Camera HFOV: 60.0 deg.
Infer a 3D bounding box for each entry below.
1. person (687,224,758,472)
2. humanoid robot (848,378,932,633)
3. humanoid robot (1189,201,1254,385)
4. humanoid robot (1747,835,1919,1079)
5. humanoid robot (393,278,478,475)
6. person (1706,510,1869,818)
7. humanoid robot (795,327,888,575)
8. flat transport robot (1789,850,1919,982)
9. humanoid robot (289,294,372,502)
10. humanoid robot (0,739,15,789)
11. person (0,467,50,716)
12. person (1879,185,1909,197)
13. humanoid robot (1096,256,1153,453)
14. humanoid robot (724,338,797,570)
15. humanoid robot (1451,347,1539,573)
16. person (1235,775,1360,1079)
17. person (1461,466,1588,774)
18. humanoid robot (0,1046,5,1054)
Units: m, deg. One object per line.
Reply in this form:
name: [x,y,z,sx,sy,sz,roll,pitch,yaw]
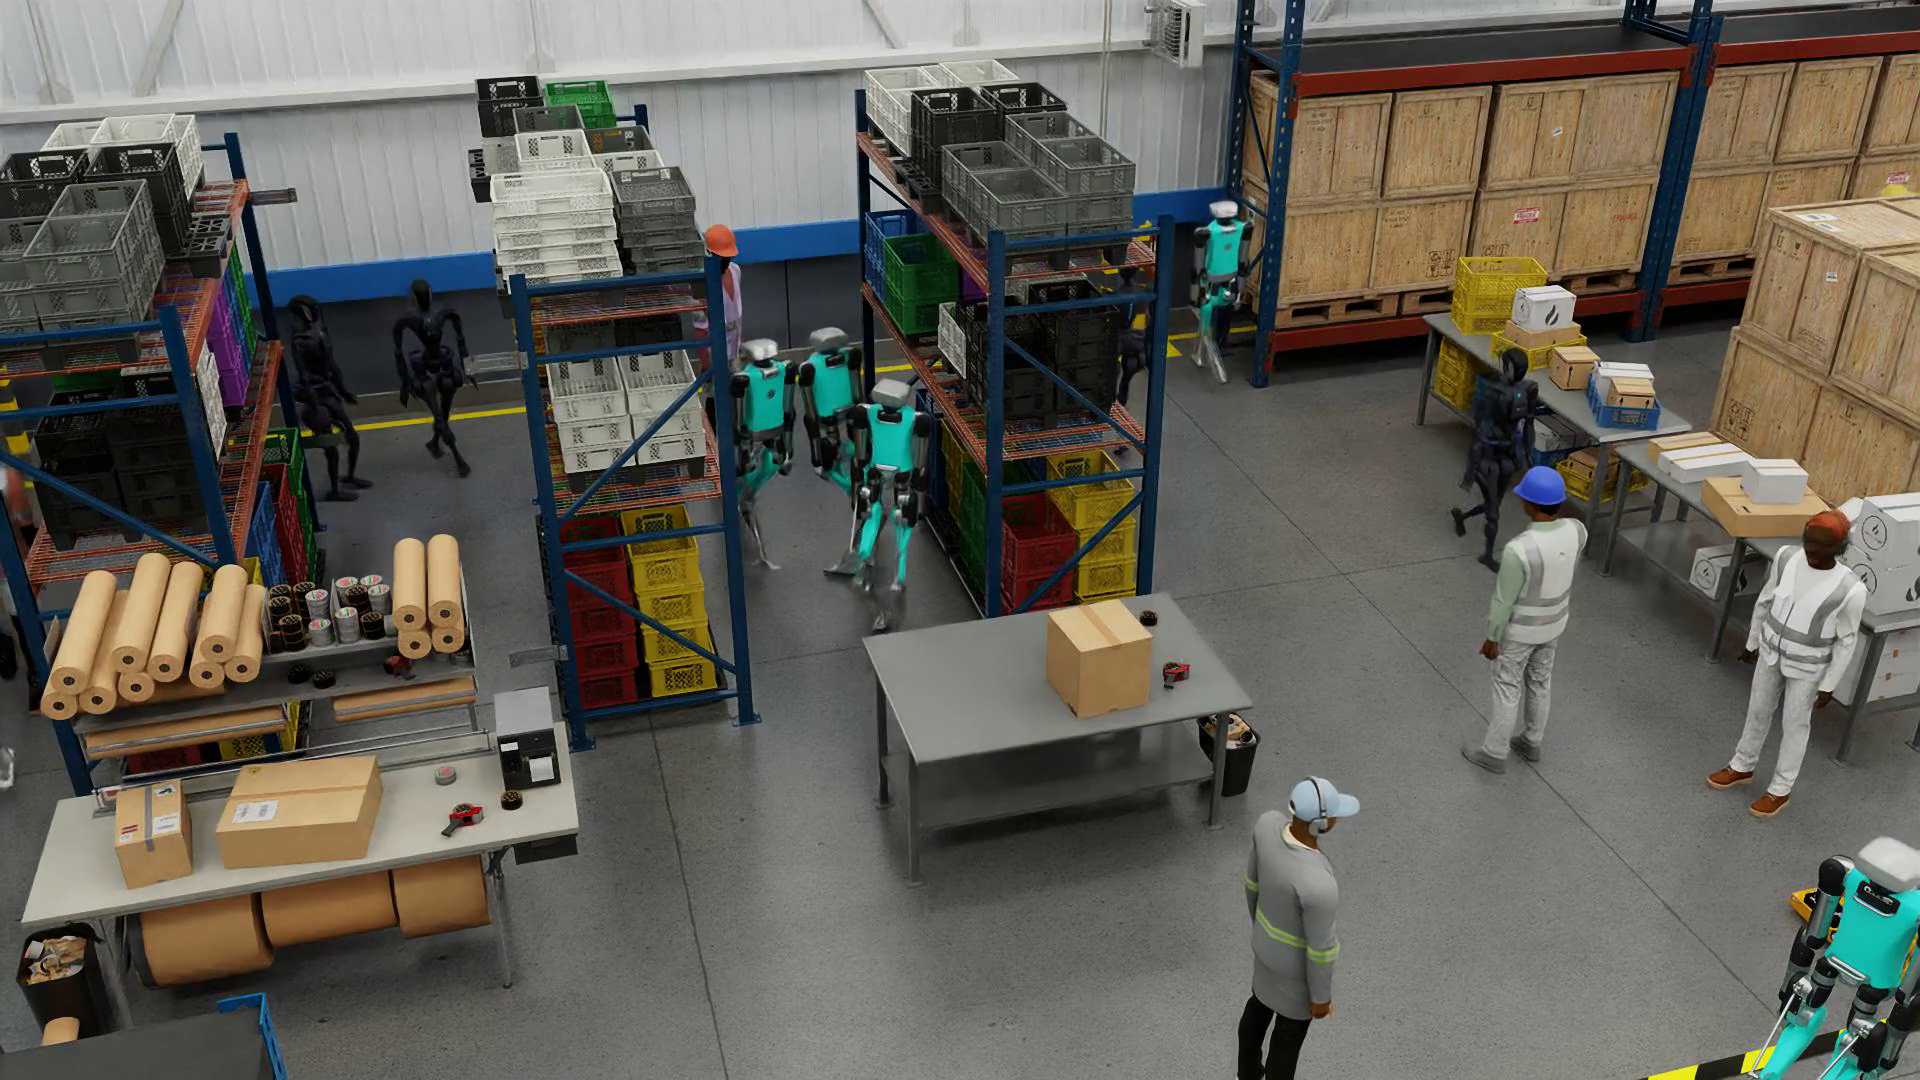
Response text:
person: [-1.844,-1.488,13.034,0.391,2.040,0.607,13,31,22]
humanoid robot: [-0.505,-0.070,10.888,0.548,1.905,0.718,6,29,12]
humanoid robot: [2.187,-2.213,14.651,0.568,1.720,1.015,-8,30,-15]
humanoid robot: [3.503,2.018,6.821,0.735,1.681,0.533,-17,33,-28]
humanoid robot: [-4.159,-1.322,13.176,0.608,1.645,0.714,-16,33,-27]
person: [4.621,0.677,9.251,0.344,1.882,0.585,-13,31,-23]
humanoid robot: [-0.735,-0.581,11.681,0.545,1.750,0.752,-24,37,-36]
flat transport robot: [5.163,1.916,8.676,1.431,0.231,0.659,-8,30,-14]
humanoid robot: [-4.831,-1.072,12.642,0.333,1.652,0.599,2,29,4]
humanoid robot: [-5.655,0.820,9.178,0.530,1.778,0.995,-2,29,-5]
person: [-5.911,0.140,10.157,0.606,1.954,0.509,-12,31,-20]
person: [8.008,-2.276,14.728,0.903,1.780,0.600,3,29,5]
humanoid robot: [1.312,-1.530,13.556,0.595,1.650,0.782,-7,30,-12]
humanoid robot: [-1.550,-0.627,11.880,0.558,1.853,0.802,-23,36,-36]
humanoid robot: [3.812,-0.623,11.889,0.610,1.654,0.737,-13,31,-22]
person: [1.467,1.792,7.256,0.387,1.850,0.598,-10,30,-17]
person: [3.255,0.468,9.581,0.606,1.940,0.413,-16,32,-26]
humanoid robot: [-4.050,2.270,6.623,0.607,1.628,0.781,-26,38,-38]
